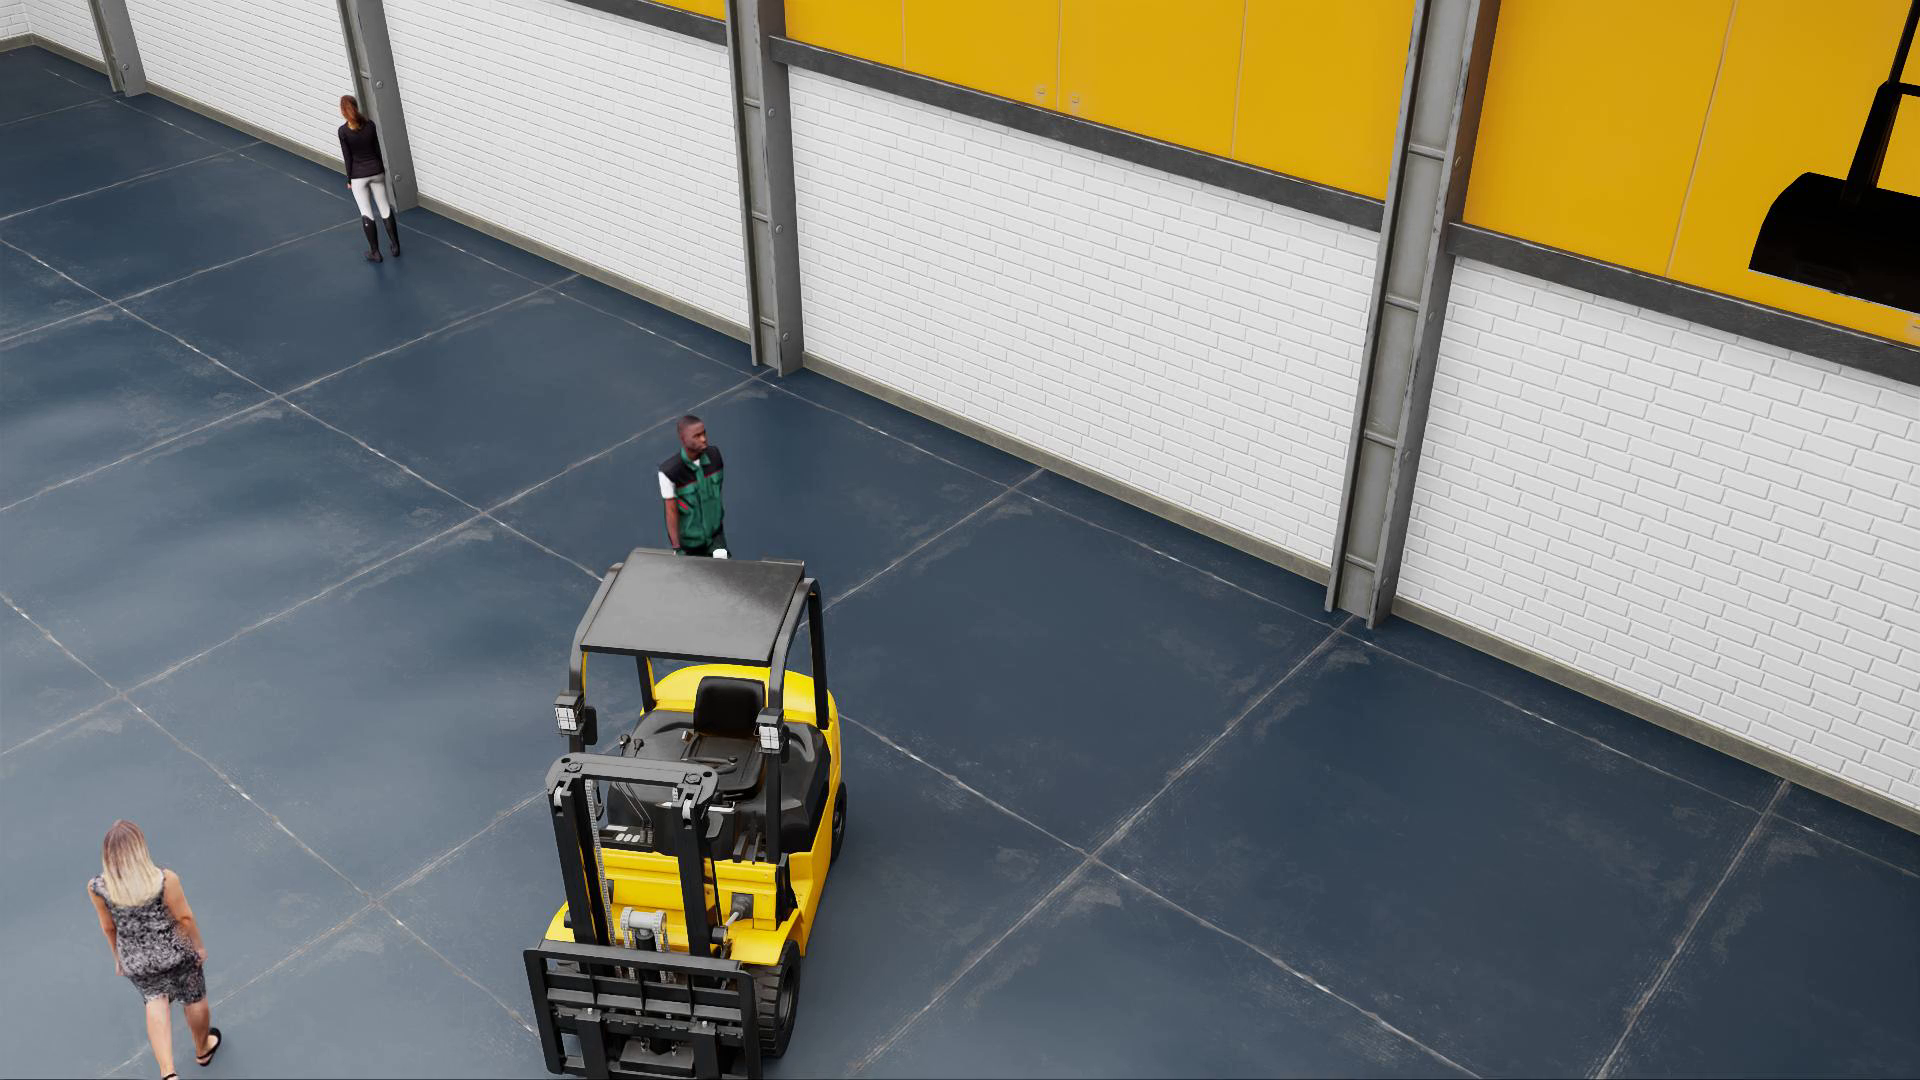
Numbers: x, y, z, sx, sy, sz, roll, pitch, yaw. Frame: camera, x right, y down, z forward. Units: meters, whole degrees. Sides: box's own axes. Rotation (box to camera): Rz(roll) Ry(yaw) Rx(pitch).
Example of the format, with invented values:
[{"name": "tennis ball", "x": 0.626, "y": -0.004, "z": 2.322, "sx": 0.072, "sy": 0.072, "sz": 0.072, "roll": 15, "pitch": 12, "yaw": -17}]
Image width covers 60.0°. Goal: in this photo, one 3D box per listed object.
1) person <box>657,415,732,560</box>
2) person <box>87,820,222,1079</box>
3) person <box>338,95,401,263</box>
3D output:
[{"name": "person", "x": -1.860, "y": -0.052, "z": 11.391, "sx": 0.774, "sy": 1.809, "sz": 1.173, "roll": -28, "pitch": 42, "yaw": -35}, {"name": "person", "x": -3.978, "y": 2.125, "z": 8.228, "sx": 0.849, "sy": 1.685, "sz": 0.939, "roll": -7, "pitch": 34, "yaw": -10}, {"name": "person", "x": -6.036, "y": -3.682, "z": 16.926, "sx": 0.604, "sy": 1.729, "sz": 0.585, "roll": -25, "pitch": 41, "yaw": -32}]
